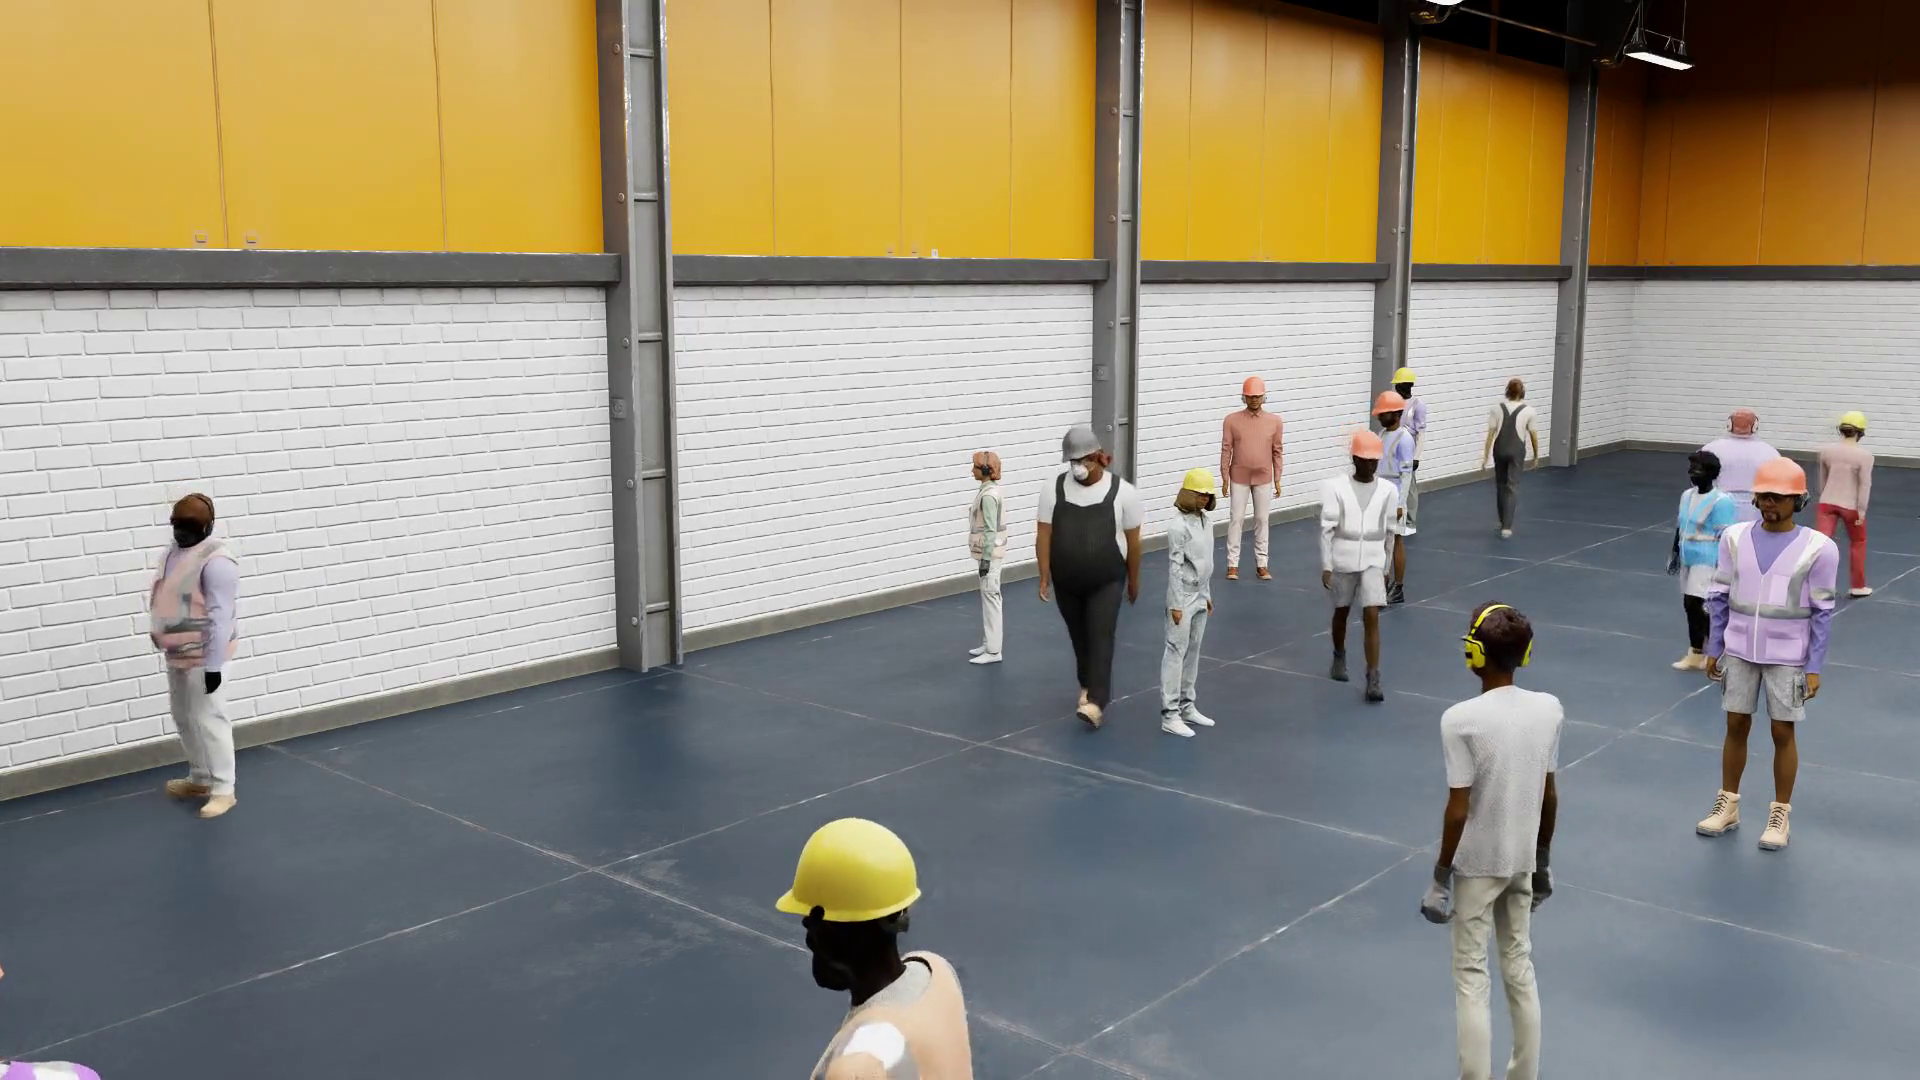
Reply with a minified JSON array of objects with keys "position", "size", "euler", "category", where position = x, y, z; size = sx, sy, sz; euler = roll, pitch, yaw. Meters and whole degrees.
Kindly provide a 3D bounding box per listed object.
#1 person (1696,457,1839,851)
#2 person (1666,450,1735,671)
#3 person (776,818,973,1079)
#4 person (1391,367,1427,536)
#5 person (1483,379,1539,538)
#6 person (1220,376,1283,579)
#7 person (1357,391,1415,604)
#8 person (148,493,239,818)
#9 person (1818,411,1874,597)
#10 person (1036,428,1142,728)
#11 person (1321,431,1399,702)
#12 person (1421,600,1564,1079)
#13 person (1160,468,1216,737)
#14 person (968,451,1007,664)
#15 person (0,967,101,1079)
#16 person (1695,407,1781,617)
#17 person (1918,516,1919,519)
[{"position":[4.200,0.584,8.673],"size":[0.365,2.048,0.607],"euler":[-9,12,-43],"category":"person"},{"position":[5.508,0.166,12.419],"size":[0.368,1.680,0.542],"euler":[-1,9,-8],"category":"person"},{"position":[-0.239,1.492,3.442],"size":[0.858,1.892,0.590],"euler":[3,10,21],"category":"person"},{"position":[5.077,-1.011,19.065],"size":[0.366,1.927,0.585],"euler":[-4,10,-24],"category":"person"},{"position":[6.336,-0.944,19.107],"size":[0.539,1.788,0.983],"euler":[5,10,29],"category":"person"},{"position":[2.855,-0.603,16.287],"size":[0.613,1.994,0.382],"euler":[0,9,1],"category":"person"},{"position":[3.883,-0.387,15.114],"size":[0.360,1.937,0.545],"euler":[-2,9,-15],"category":"person"},{"position":[-4.229,0.631,9.167],"size":[0.735,1.814,0.432],"euler":[8,12,41],"category":"person"},{"position":[8.145,-0.311,15.270],"size":[0.801,1.738,0.539],"euler":[-6,11,-34],"category":"person"},{"position":[0.835,0.198,11.113],"size":[0.694,2.000,1.079],"euler":[3,9,17],"category":"person"},{"position":[2.844,0.158,11.883],"size":[0.550,1.889,1.012],"euler":[1,9,6],"category":"person"},{"position":[1.836,1.141,5.761],"size":[0.533,1.859,0.310],"euler":[-4,10,-24],"category":"person"},{"position":[1.518,0.391,10.840],"size":[0.313,1.741,0.487],"euler":[6,11,35],"category":"person"},{"position":[0.211,0.131,12.797],"size":[0.305,1.638,0.522],"euler":[0,9,1],"category":"person"},{"position":[-1.875,1.552,3.076],"size":[0.978,1.882,0.565],"euler":[8,12,43],"category":"person"},{"position":[6.488,-0.173,13.910],"size":[0.677,1.884,0.583],"euler":[4,10,22],"category":"person"},{"position":[11.912,-1.045,20.191],"size":[0.500,1.634,0.286],"euler":[-1,9,-4],"category":"person"}]
